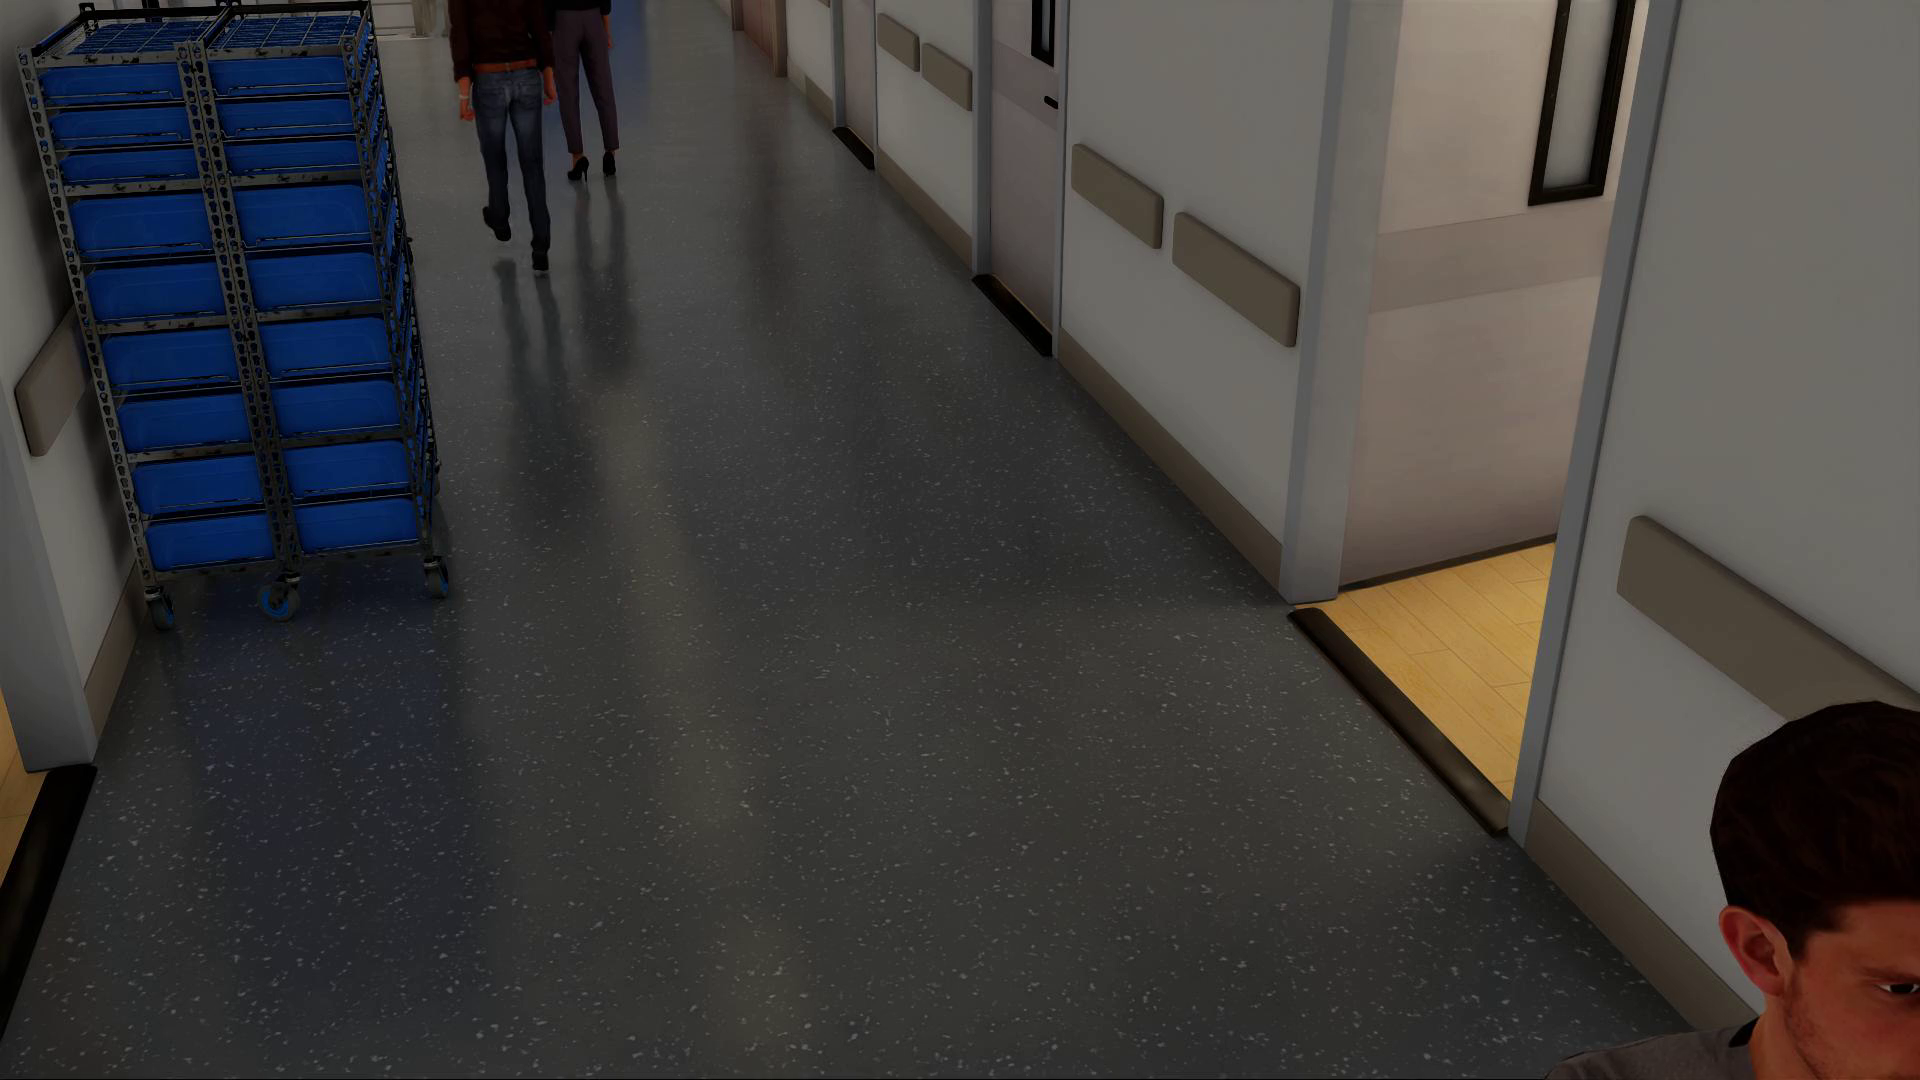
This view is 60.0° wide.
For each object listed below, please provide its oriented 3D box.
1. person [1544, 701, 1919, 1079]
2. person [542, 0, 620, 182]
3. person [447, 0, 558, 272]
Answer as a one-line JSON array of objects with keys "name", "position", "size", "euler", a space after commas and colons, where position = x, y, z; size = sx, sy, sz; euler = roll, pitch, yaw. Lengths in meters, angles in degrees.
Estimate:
[{"name": "person", "position": [0.630, 0.964, 1.491], "size": [0.661, 1.894, 0.542], "euler": [-5, 26, -11]}, {"name": "person", "position": [-2.294, -3.013, 9.995], "size": [0.664, 1.670, 0.634], "euler": [-16, 30, -29]}, {"name": "person", "position": [-2.210, -2.187, 8.207], "size": [0.825, 1.736, 1.120], "euler": [-12, 28, -23]}]
